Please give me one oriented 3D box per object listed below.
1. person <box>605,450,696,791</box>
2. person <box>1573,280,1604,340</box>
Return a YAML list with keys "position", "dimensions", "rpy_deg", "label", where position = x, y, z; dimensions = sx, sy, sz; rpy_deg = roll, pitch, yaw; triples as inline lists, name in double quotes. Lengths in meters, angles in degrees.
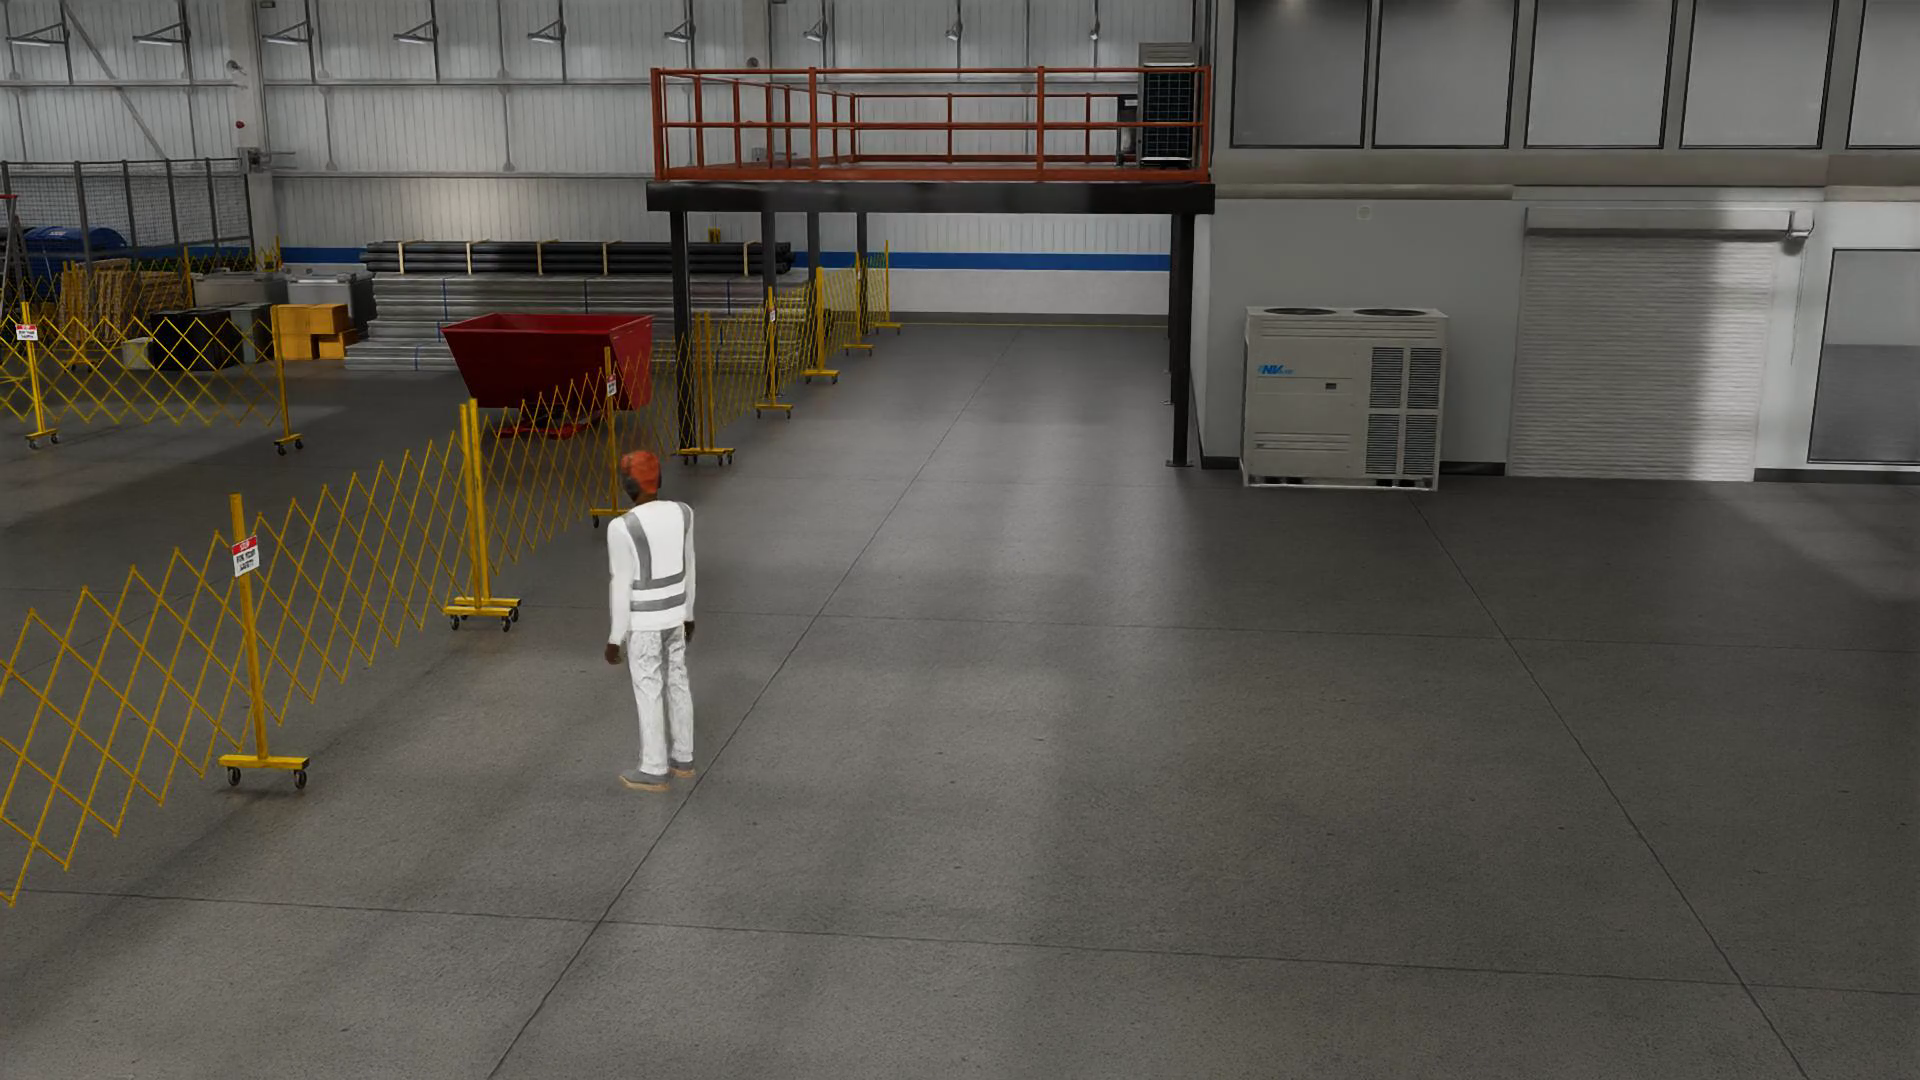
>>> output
- position: [-1.684, 0.442, 9.074]
  dimensions: [0.357, 1.878, 0.625]
  rpy_deg: [10, 17, 36]
  label: "person"
- position: [7.658, -2.258, 20.163]
  dimensions: [1.016, 1.843, 0.658]
  rpy_deg: [-4, 14, -17]
  label: "person"
